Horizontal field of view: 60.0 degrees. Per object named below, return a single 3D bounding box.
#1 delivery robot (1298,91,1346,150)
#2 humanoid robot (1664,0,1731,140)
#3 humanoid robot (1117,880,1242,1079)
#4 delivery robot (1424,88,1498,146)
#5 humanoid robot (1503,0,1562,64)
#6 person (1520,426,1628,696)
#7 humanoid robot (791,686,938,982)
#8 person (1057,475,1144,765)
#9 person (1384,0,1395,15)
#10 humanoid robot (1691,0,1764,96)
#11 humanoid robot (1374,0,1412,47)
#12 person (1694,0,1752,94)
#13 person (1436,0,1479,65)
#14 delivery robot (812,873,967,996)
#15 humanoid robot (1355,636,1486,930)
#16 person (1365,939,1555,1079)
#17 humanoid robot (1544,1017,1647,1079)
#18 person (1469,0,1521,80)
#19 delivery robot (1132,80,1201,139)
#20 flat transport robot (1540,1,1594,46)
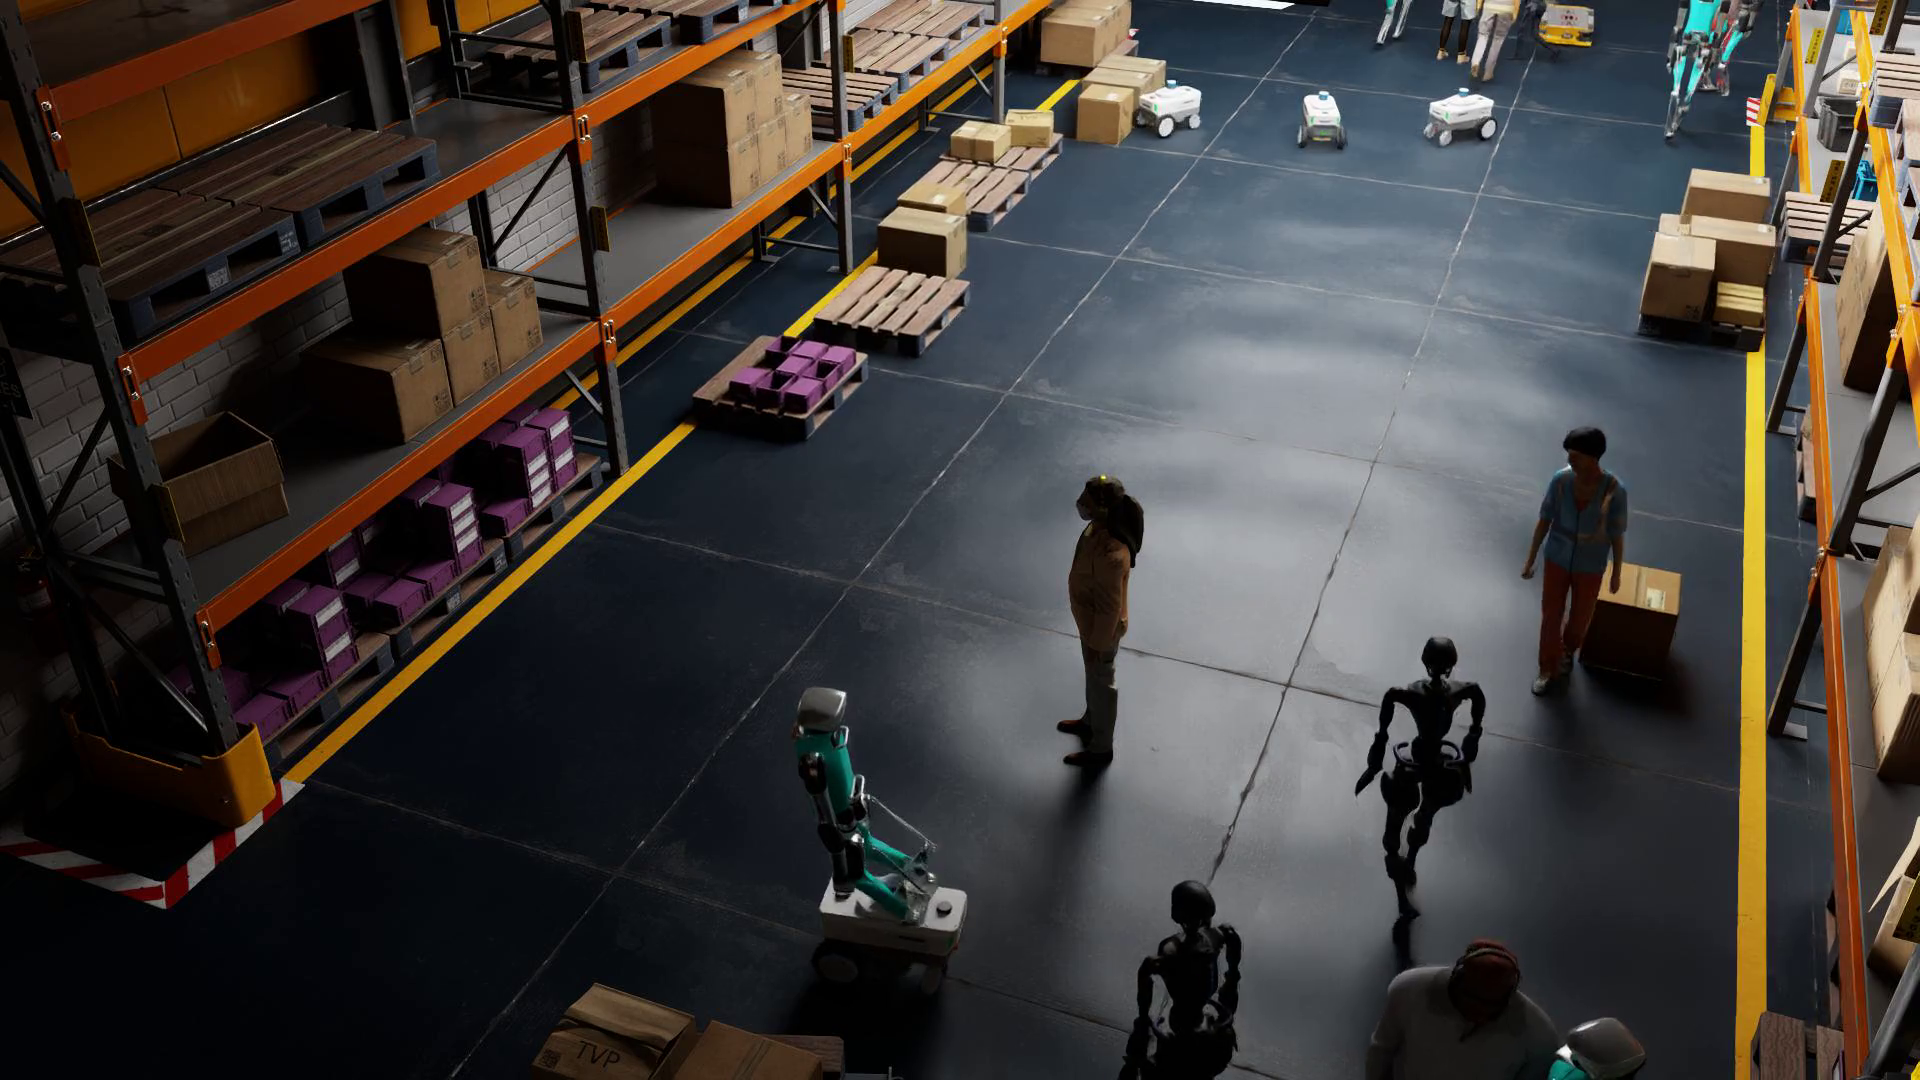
[{"bbox_3d":[4.043,-4.725,18.618,0.499,0.570,0.750,2,33,3],"label":"delivery robot"},{"bbox_3d":[8.078,-5.235,18.391,0.535,1.769,1.030,12,35,18],"label":"humanoid robot"},{"bbox_3d":[0.979,2.169,6.956,0.609,1.632,0.571,-19,37,-27],"label":"humanoid robot"},{"bbox_3d":[5.633,-4.784,18.721,0.774,0.583,0.499,-15,36,-22],"label":"delivery robot"},{"bbox_3d":[7.316,-6.828,20.872,0.635,1.636,0.585,2,33,3],"label":"humanoid robot"},{"bbox_3d":[3.695,0.149,10.007,0.553,1.738,0.450,18,37,25],"label":"person"},{"bbox_3d":[-0.379,1.485,8.004,0.781,1.838,0.537,1,33,2],"label":"humanoid robot"},{"bbox_3d":[0.800,0.449,9.420,0.414,1.877,0.551,-1,33,-2],"label":"person"},{"bbox_3d":[6.218,-8.286,22.965,0.551,1.844,1.009,16,36,23],"label":"person"},{"bbox_3d":[9.083,-6.118,19.705,0.673,1.790,0.559,-17,37,-25],"label":"humanoid robot"},{"bbox_3d":[5.673,-7.247,21.485,0.543,1.750,1.037,18,37,25],"label":"humanoid robot"},{"bbox_3d":[9.138,-6.225,19.846,0.525,1.768,0.312,10,34,15],"label":"person"},{"bbox_3d":[6.310,-6.848,20.879,0.535,1.691,0.319,24,40,32],"label":"person"},{"bbox_3d":[-0.358,1.927,8.344,0.764,0.592,0.521,6,33,10],"label":"delivery robot"},{"bbox_3d":[2.358,1.223,8.419,0.602,1.636,0.687,-1,33,-2],"label":"humanoid robot"},{"bbox_3d":[1.902,2.292,6.547,0.673,1.889,0.457,11,34,16],"label":"person"},{"bbox_3d":[2.386,2.598,6.215,0.546,1.773,0.693,-19,37,-27],"label":"humanoid robot"},{"bbox_3d":[6.491,-6.393,20.117,0.517,1.743,0.626,17,37,24],"label":"person"},{"bbox_3d":[2.369,-4.925,18.951,0.775,0.596,0.499,-20,38,-27],"label":"delivery robot"},{"bbox_3d":[8.132,-6.913,22.290,0.659,0.231,1.431,10,34,15],"label":"flat transport robot"}]
